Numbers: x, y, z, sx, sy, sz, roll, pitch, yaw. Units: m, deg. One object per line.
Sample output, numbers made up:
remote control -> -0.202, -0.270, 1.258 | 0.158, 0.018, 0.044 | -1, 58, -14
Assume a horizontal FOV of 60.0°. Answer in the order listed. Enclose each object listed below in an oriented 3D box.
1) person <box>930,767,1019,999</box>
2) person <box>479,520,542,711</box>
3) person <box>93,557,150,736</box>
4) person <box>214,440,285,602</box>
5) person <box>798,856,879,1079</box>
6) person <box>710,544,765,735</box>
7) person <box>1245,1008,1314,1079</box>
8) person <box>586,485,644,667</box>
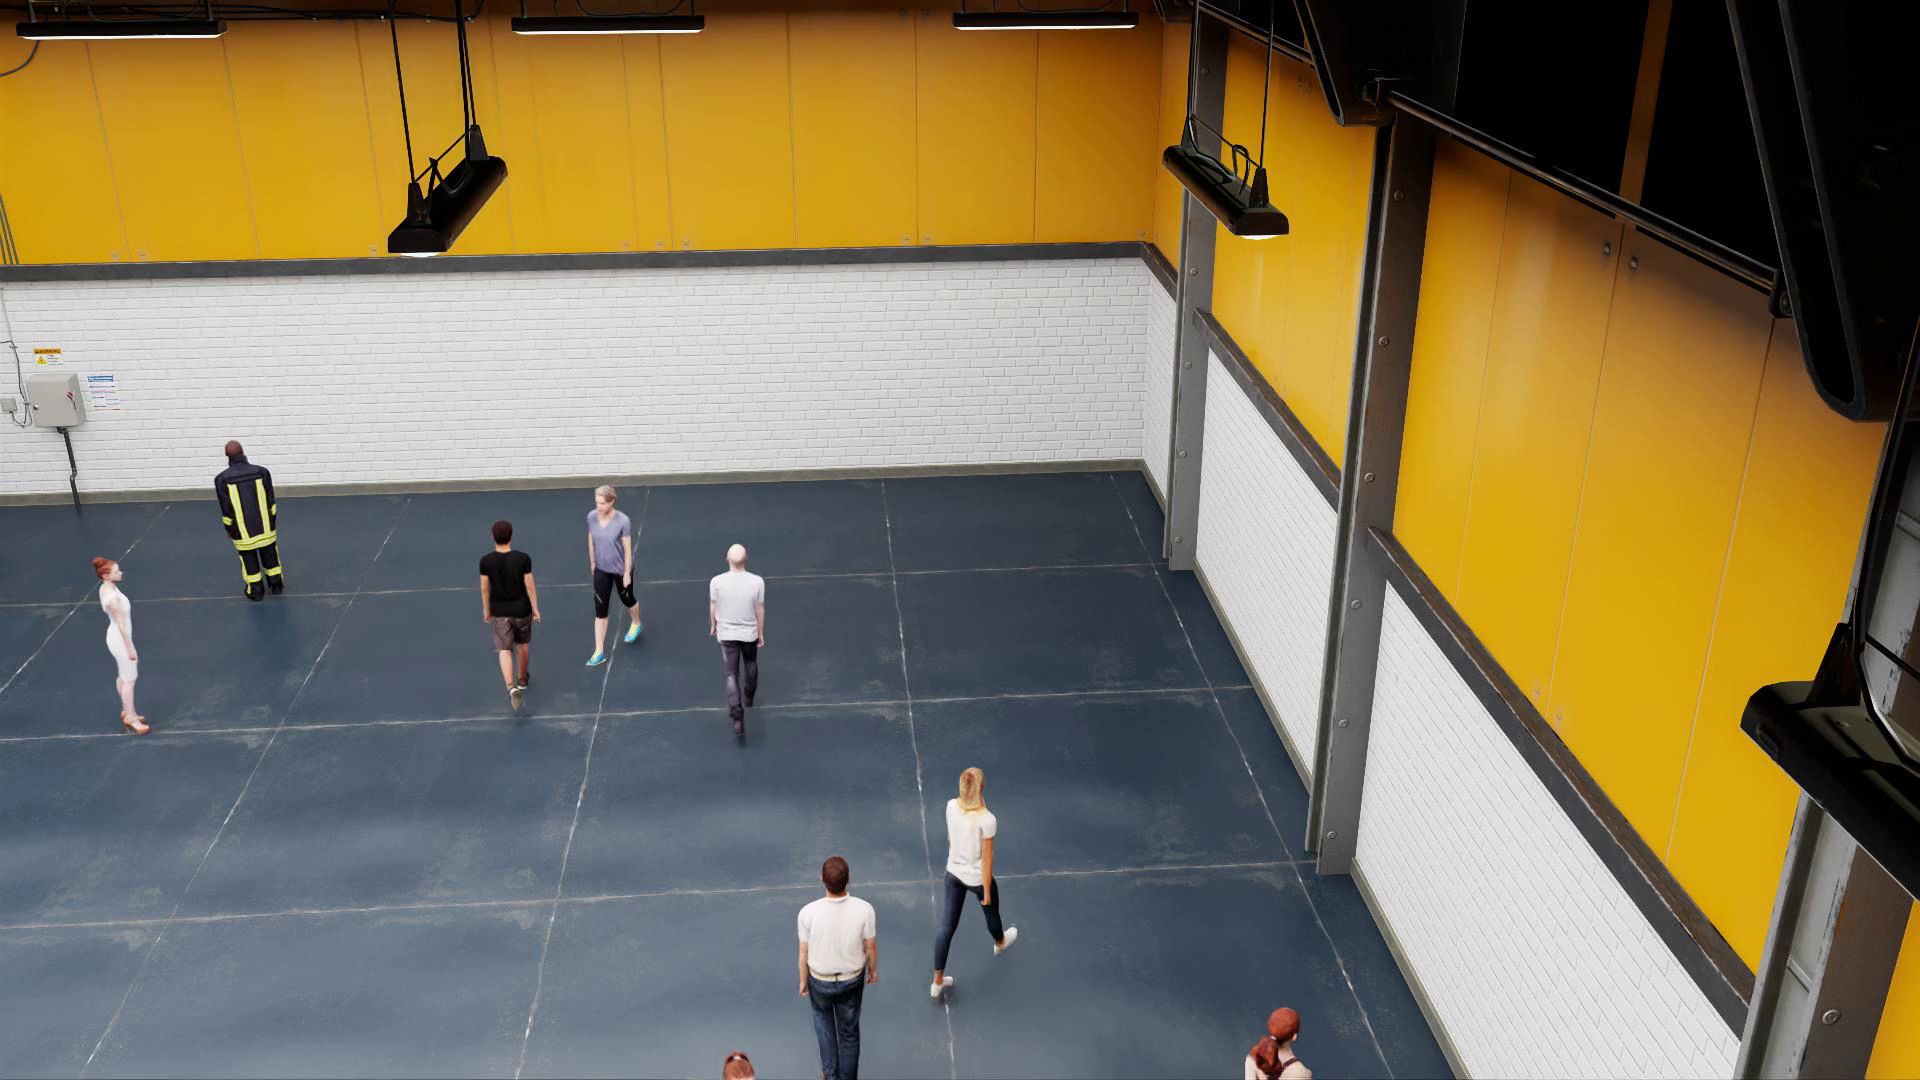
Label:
person -> 0.005, 2.497, 11.973 | 1.100, 1.756, 1.232 | 15, 28, 31
person -> -4.313, 0.733, 15.916 | 0.814, 1.829, 1.185 | -6, 24, -14
person -> -7.784, 0.973, 15.415 | 0.697, 1.791, 0.574 | -14, 27, -29
person -> -7.738, -0.233, 18.138 | 0.856, 1.820, 0.861 | -16, 28, -32
person -> -0.804, 2.939, 10.859 | 0.663, 1.839, 0.623 | -2, 24, -4
person -> -2.070, 0.938, 15.476 | 0.804, 1.806, 1.258 | -6, 24, -13
person -> 1.836, 3.478, 9.689 | 0.691, 1.788, 0.738 | 13, 27, 27
person -> -3.471, 0.299, 16.908 | 0.961, 1.830, 1.343 | 6, 24, 14
